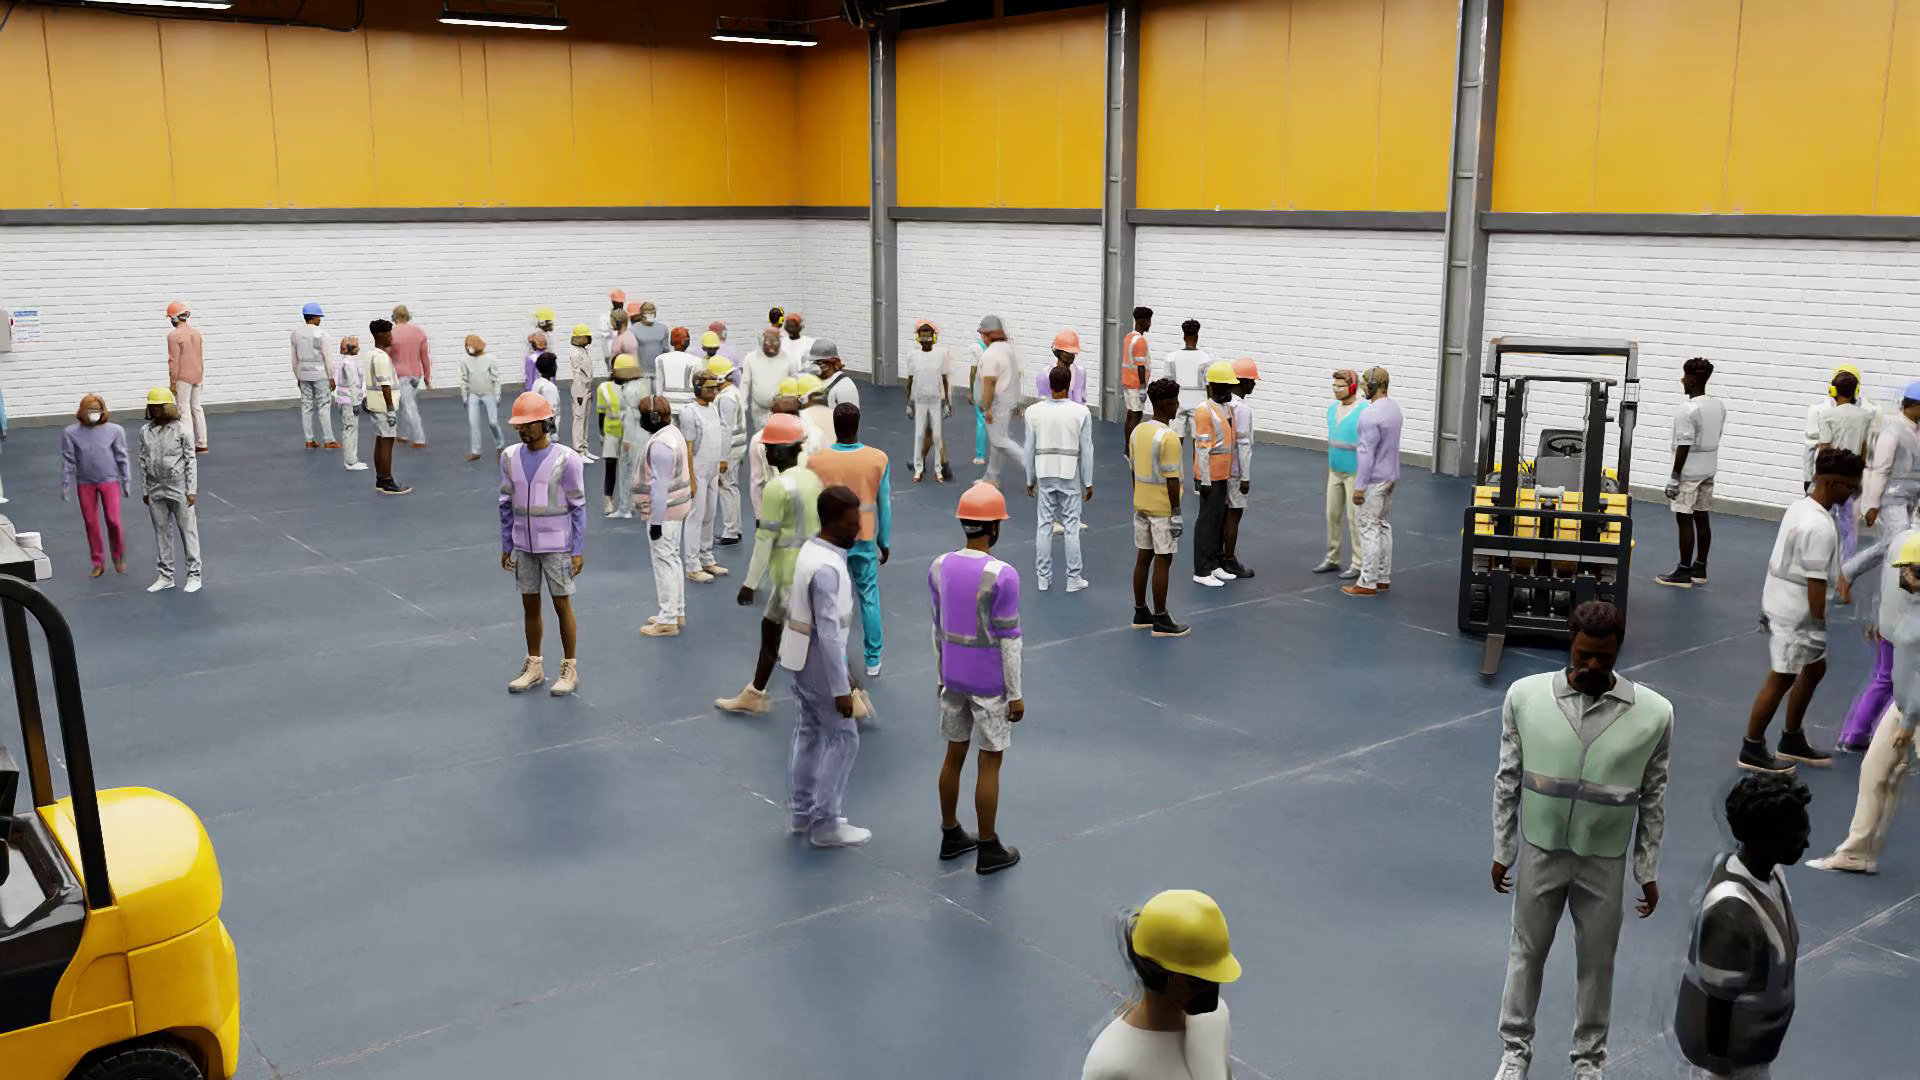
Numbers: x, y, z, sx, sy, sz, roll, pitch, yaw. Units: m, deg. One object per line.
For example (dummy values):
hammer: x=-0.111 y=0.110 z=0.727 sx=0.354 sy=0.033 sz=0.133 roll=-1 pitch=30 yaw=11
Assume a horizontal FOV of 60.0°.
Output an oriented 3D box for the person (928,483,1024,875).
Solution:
person: x=0.098 y=0.679 z=8.233 sx=0.546 sy=1.930 sz=0.389 roll=11 pitch=16 yaw=42

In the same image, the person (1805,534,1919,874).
person: x=4.685 y=0.833 z=8.026 sx=0.881 sy=1.717 sz=0.546 roll=3 pitch=12 yaw=12

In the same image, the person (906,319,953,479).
person: x=-0.364 y=-1.668 z=19.712 sx=0.550 sy=1.879 sz=1.011 roll=-9 pitch=15 yaw=-38

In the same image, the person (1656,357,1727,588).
person: x=6.250 y=-0.576 z=14.198 sx=0.609 sy=1.965 sz=0.368 roll=-8 pitch=14 yaw=-34

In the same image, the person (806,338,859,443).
person: x=-1.245 y=-0.874 z=15.457 sx=0.536 sy=2.000 sz=0.684 roll=-9 pitch=15 yaw=-38

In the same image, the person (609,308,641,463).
person: x=-4.173 y=-1.916 z=20.743 sx=0.377 sy=1.937 sz=0.629 roll=-5 pitch=13 yaw=-23

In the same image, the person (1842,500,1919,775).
person: x=5.477 y=0.514 z=9.569 sx=0.396 sy=1.703 sz=0.682 roll=1 pitch=12 yaw=5

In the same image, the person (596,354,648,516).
person: x=-3.520 y=-1.104 z=17.417 sx=0.553 sy=1.679 sz=0.531 roll=-2 pitch=12 yaw=-8

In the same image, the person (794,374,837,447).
person: x=-1.191 y=-0.510 z=14.287 sx=0.662 sy=1.799 sz=0.625 roll=11 pitch=16 yaw=43

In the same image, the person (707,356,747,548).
person: x=-2.233 y=-0.844 z=15.856 sx=0.403 sy=1.818 sz=0.606 roll=-1 pitch=12 yaw=-4

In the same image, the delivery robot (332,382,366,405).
delivery robot: x=-9.314 y=-2.291 z=25.678 sx=0.707 sy=0.478 sz=0.477 roll=-1 pitch=12 yaw=-7

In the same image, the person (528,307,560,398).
person: x=-5.725 y=-2.303 z=22.921 sx=0.447 sy=1.811 sz=0.660 roll=-2 pitch=12 yaw=-8

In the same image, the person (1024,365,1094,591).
person: x=0.833 y=-0.513 z=14.018 sx=0.587 sy=1.915 sz=0.392 roll=4 pitch=12 yaw=18

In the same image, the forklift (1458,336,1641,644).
forklift: x=4.683 y=-0.471 z=13.136 sx=1.214 sy=2.155 sz=2.313 roll=4 pitch=12 yaw=20

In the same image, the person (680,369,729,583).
person: x=-2.221 y=-0.559 z=14.414 sx=0.326 sy=1.842 sz=0.517 roll=4 pitch=12 yaw=20

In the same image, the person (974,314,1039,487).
person: x=0.558 y=-1.569 z=18.811 sx=0.860 sy=2.000 sz=0.699 roll=5 pitch=13 yaw=25

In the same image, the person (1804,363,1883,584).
person: x=7.602 y=-0.579 z=14.361 sx=0.597 sy=1.893 sz=0.745 roll=6 pitch=13 yaw=25

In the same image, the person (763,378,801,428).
person: x=-1.438 y=-0.570 z=14.756 sx=0.726 sy=1.714 sz=0.499 roll=11 pitch=16 yaw=42

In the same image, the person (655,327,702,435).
person: x=-3.130 y=-1.449 z=18.644 sx=0.568 sy=1.878 sz=0.351 roll=3 pitch=12 yaw=14

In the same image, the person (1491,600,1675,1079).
person: x=2.235 y=1.139 z=6.042 sx=0.587 sy=1.916 sz=0.392 roll=4 pitch=12 yaw=18

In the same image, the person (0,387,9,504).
person: x=-10.563 y=-1.179 z=17.926 sx=0.524 sy=1.632 sz=0.314 roll=-2 pitch=12 yaw=-11

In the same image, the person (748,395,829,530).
person: x=-1.304 y=-0.236 z=12.926 sx=0.660 sy=1.815 sz=0.543 roll=-1 pitch=12 yaw=-6

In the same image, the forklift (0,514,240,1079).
forklift: x=-3.687 y=1.115 z=5.480 sx=2.313 sy=2.155 sz=1.214 roll=-9 pitch=15 yaw=-36

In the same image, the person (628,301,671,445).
person: x=-4.154 y=-2.228 z=22.275 sx=0.636 sy=1.931 sz=0.377 roll=-8 pitch=14 yaw=-35

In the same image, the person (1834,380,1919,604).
person: x=7.336 y=-0.333 z=13.181 sx=0.626 sy=1.909 sz=0.806 roll=-10 pitch=15 yaw=-39

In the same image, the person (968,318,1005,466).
person: x=0.352 y=-1.836 z=20.577 sx=0.505 sy=1.847 sz=0.344 roll=-2 pitch=12 yaw=-10

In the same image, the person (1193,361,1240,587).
person: x=2.201 y=-0.573 z=14.277 sx=0.367 sy=1.927 sz=0.590 roll=6 pitch=13 yaw=28

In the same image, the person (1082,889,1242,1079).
person: x=0.494 y=1.648 z=4.012 sx=0.740 sy=1.739 sz=0.541 roll=10 pitch=16 yaw=41

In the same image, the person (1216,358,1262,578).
person: x=2.424 y=-0.627 z=14.538 sx=0.388 sy=1.930 sz=0.544 roll=-2 pitch=12 yaw=-11

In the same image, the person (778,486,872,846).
person: x=-0.671 y=0.657 z=8.479 sx=0.511 sy=1.888 sz=0.599 roll=-2 pitch=12 yaw=-11
